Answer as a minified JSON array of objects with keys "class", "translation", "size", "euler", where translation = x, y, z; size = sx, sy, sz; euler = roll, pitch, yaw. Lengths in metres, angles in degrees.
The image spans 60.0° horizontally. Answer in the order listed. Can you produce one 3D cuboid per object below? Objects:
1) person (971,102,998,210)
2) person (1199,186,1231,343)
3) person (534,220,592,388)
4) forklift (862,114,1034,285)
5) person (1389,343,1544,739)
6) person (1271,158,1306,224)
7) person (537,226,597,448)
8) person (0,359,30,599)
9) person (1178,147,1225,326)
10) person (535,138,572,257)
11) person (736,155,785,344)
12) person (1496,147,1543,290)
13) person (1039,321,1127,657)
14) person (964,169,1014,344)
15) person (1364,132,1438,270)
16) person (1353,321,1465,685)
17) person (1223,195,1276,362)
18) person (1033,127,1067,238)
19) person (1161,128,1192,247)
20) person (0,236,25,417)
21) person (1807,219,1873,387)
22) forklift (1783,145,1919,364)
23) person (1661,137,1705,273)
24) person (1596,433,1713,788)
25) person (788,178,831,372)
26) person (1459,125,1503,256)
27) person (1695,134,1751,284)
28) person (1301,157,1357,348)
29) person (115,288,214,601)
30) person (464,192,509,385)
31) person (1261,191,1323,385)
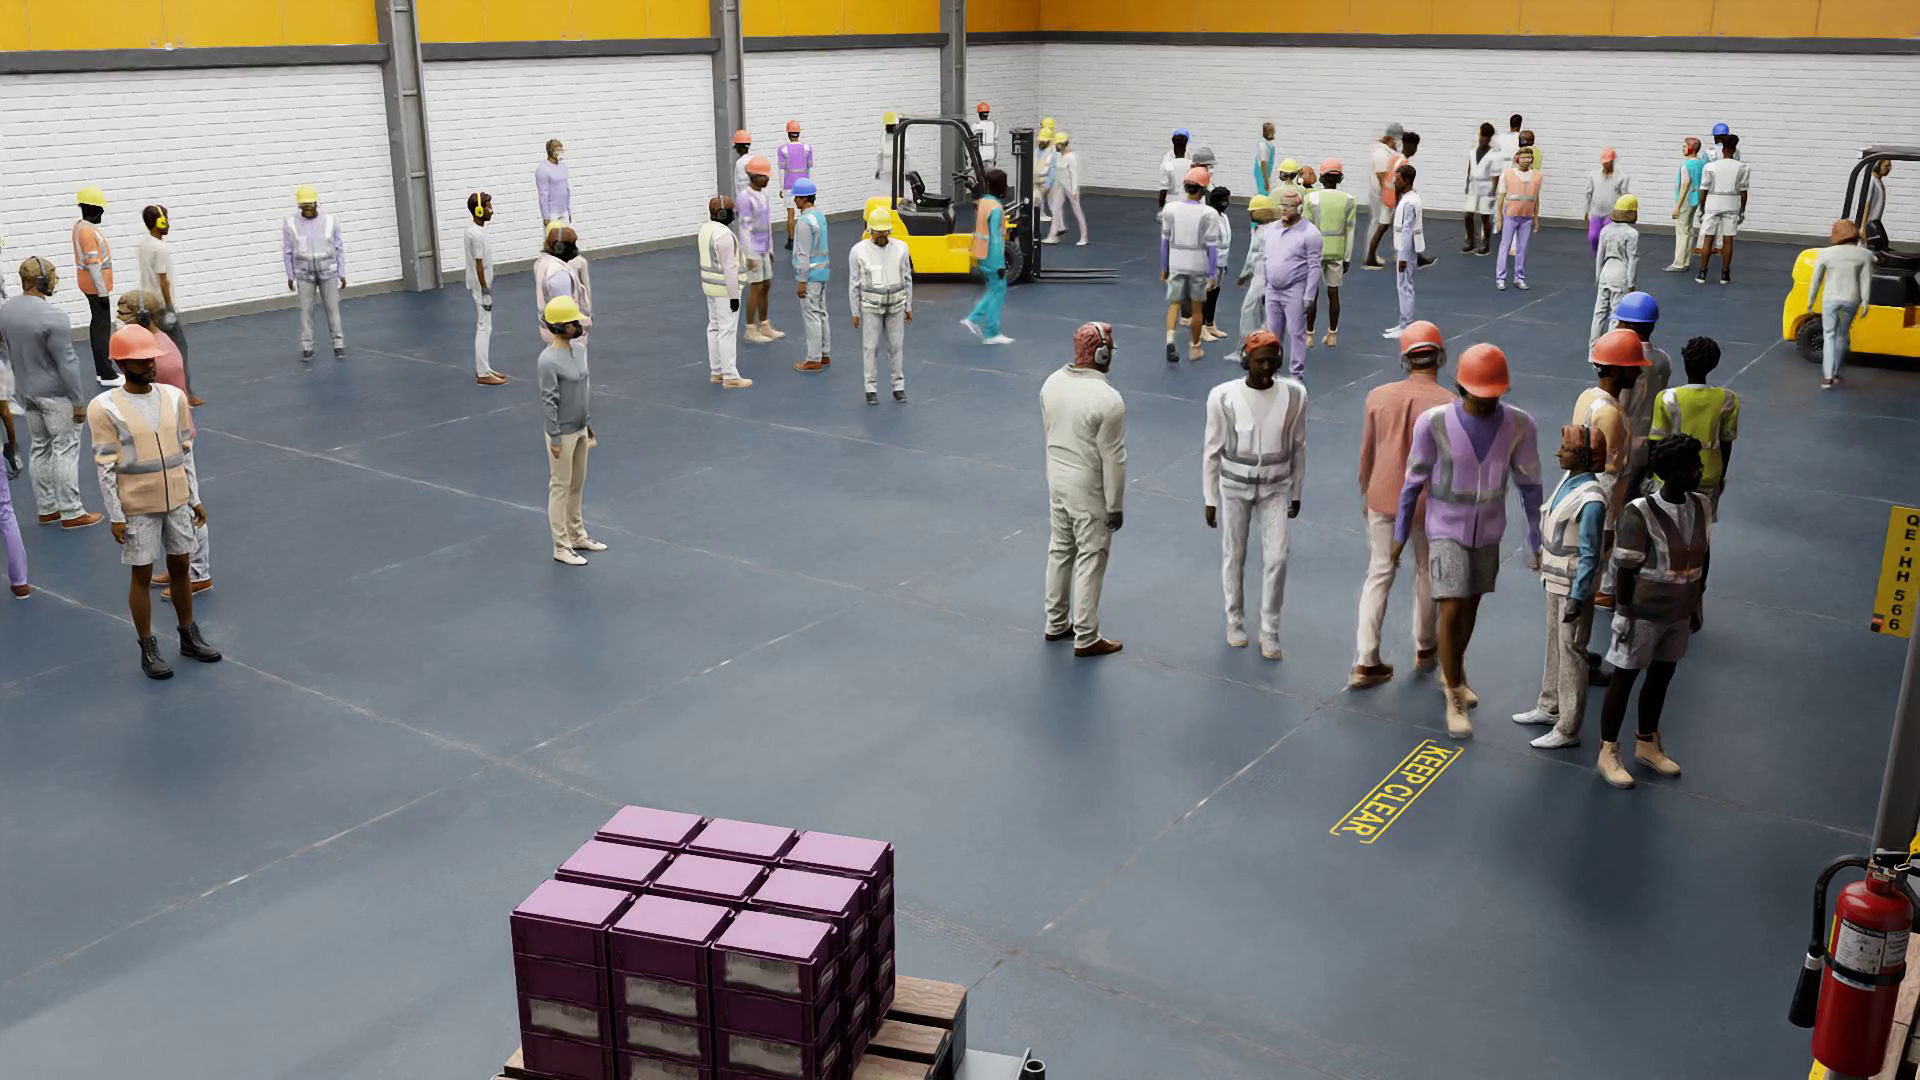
[{"class":"person","translation":[0.429,-6.967,30.241],"size":[0.539,1.929,0.392],"euler":[-11,21,-31]},{"class":"person","translation":[2.805,-3.042,18.334],"size":[0.319,1.694,0.532],"euler":[10,20,29]},{"class":"person","translation":[-3.624,-2.061,15.256],"size":[0.489,1.741,0.646],"euler":[-4,18,-12]},{"class":"forklift","translation":[-0.171,-4.594,22.377],"size":[2.313,2.155,1.214],"euler":[1,18,3]},{"class":"person","translation":[2.583,-0.009,8.360],"size":[0.747,1.985,0.910],"euler":[0,18,-2]},{"class":"person","translation":[4.065,-3.858,20.763],"size":[0.533,1.772,0.296],"euler":[-10,20,-29]},{"class":"person","translation":[-3.277,-1.685,13.853],"size":[0.429,1.840,0.632],"euler":[-7,19,-22]},{"class":"person","translation":[-6.034,-0.516,10.167],"size":[0.510,1.862,0.327],"euler":[-12,21,-33]},{"class":"person","translation":[2.808,-3.511,19.239],"size":[0.535,2.000,0.673],"euler":[9,20,25]},{"class":"person","translation":[-5.316,-4.292,21.871],"size":[0.379,1.931,0.625],"euler":[6,19,18]},{"class":"person","translation":[-2.193,-3.171,18.203],"size":[0.404,2.035,0.623],"euler":[6,19,19]},{"class":"person","translation":[7.259,-4.184,21.657],"size":[0.571,1.845,0.382],"euler":[-2,18,-7]},{"class":"person","translation":[0.722,-0.288,9.398],"size":[0.396,1.900,0.639],"euler":[-12,21,-34]},{"class":"person","translation":[0.353,-3.070,18.086],"size":[0.463,1.899,0.613],"euler":[-3,18,-11]},{"class":"person","translation":[6.187,-4.718,23.222],"size":[1.030,1.895,0.636],"euler":[-1,18,-2]},{"class":"person","translation":[2.444,-0.203,9.042],"size":[0.639,1.936,0.916],"euler":[13,22,35]},{"class":"person","translation":[3.012,-2.704,17.235],"size":[0.670,1.722,0.492],"euler":[1,18,2]},{"class":"person","translation":[1.355,-5.630,26.318],"size":[0.585,1.784,0.905],"euler":[15,23,39]},{"class":"person","translation":[3.102,-4.907,23.785],"size":[0.425,1.936,0.615],"euler":[15,23,39]},{"class":"person","translation":[-8.609,-1.933,14.826],"size":[0.505,1.723,0.436],"euler":[10,20,28]},{"class":"person","translation":[8.522,-2.299,16.150],"size":[0.517,1.598,0.715],"euler":[5,18,16]},{"class":"forklift","translation":[9.803,-2.879,17.013],"size":[2.313,2.155,1.214],"euler":[12,21,33]},{"class":"person","translation":[10.094,-4.645,23.094],"size":[0.390,1.850,0.565],"euler":[16,24,41]},{"class":"person","translation":[3.265,0.326,7.788],"size":[0.540,1.700,0.316],"euler":[-8,19,-22]},{"class":"person","translation":[-1.513,-2.666,16.770],"size":[0.410,1.939,0.601],"euler":[3,18,9]},{"class":"person","translation":[7.730,-5.146,24.535],"size":[0.595,1.920,0.623],"euler":[-13,22,-34]},{"class":"person","translation":[10.153,-4.407,22.161],"size":[0.605,1.966,0.367],"euler":[7,19,21]},{"class":"person","translation":[3.930,-3.086,17.929],"size":[0.603,2.036,0.394],"euler":[-2,18,-6]},{"class":"person","translation":[-4.914,-0.589,10.264],"size":[0.371,1.940,0.627],"euler":[-12,21,-32]},{"class":"person","translation":[-4.638,-2.440,16.188],"size":[0.321,1.861,0.514],"euler":[-6,19,-17]},{"class":"person","translation":[3.112,-2.365,15.867],"size":[0.399,1.912,0.642],"euler":[-14,23,-37]}]
